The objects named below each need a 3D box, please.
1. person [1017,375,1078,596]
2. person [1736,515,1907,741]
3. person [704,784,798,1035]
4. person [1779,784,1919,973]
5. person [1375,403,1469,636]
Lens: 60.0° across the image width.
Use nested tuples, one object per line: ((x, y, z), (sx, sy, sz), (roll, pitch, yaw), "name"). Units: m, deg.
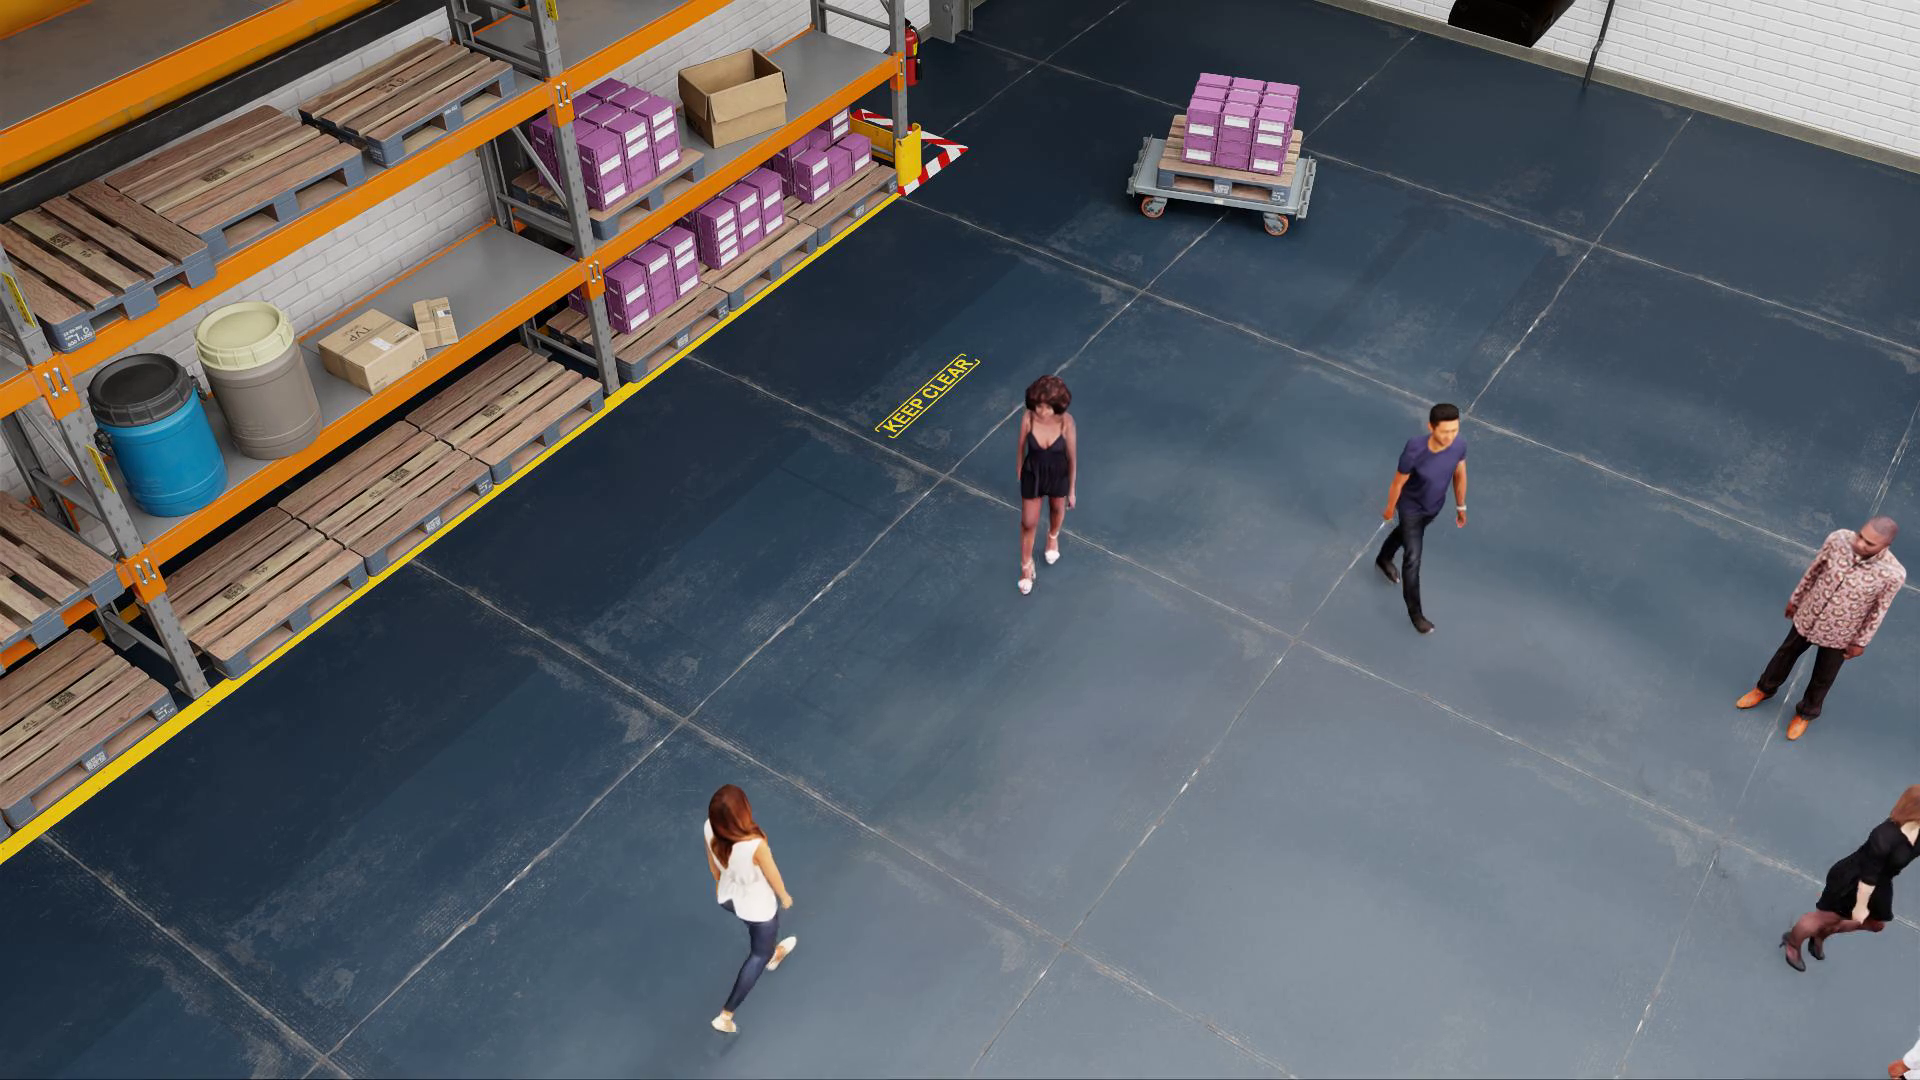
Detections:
((0.622, -0.496, 11.571), (0.800, 1.764, 0.924), (3, 44, 3), "person")
((5.496, 0.497, 10.495), (0.689, 1.810, 0.745), (-30, 51, -27), "person")
((-1.179, 1.991, 8.961), (0.578, 1.763, 0.999), (26, 49, 24), "person")
((4.893, 1.823, 9.190), (0.681, 1.690, 0.760), (-20, 47, -20), "person")
((3.110, -0.288, 11.370), (1.139, 1.739, 1.084), (-16, 46, -16), "person")
